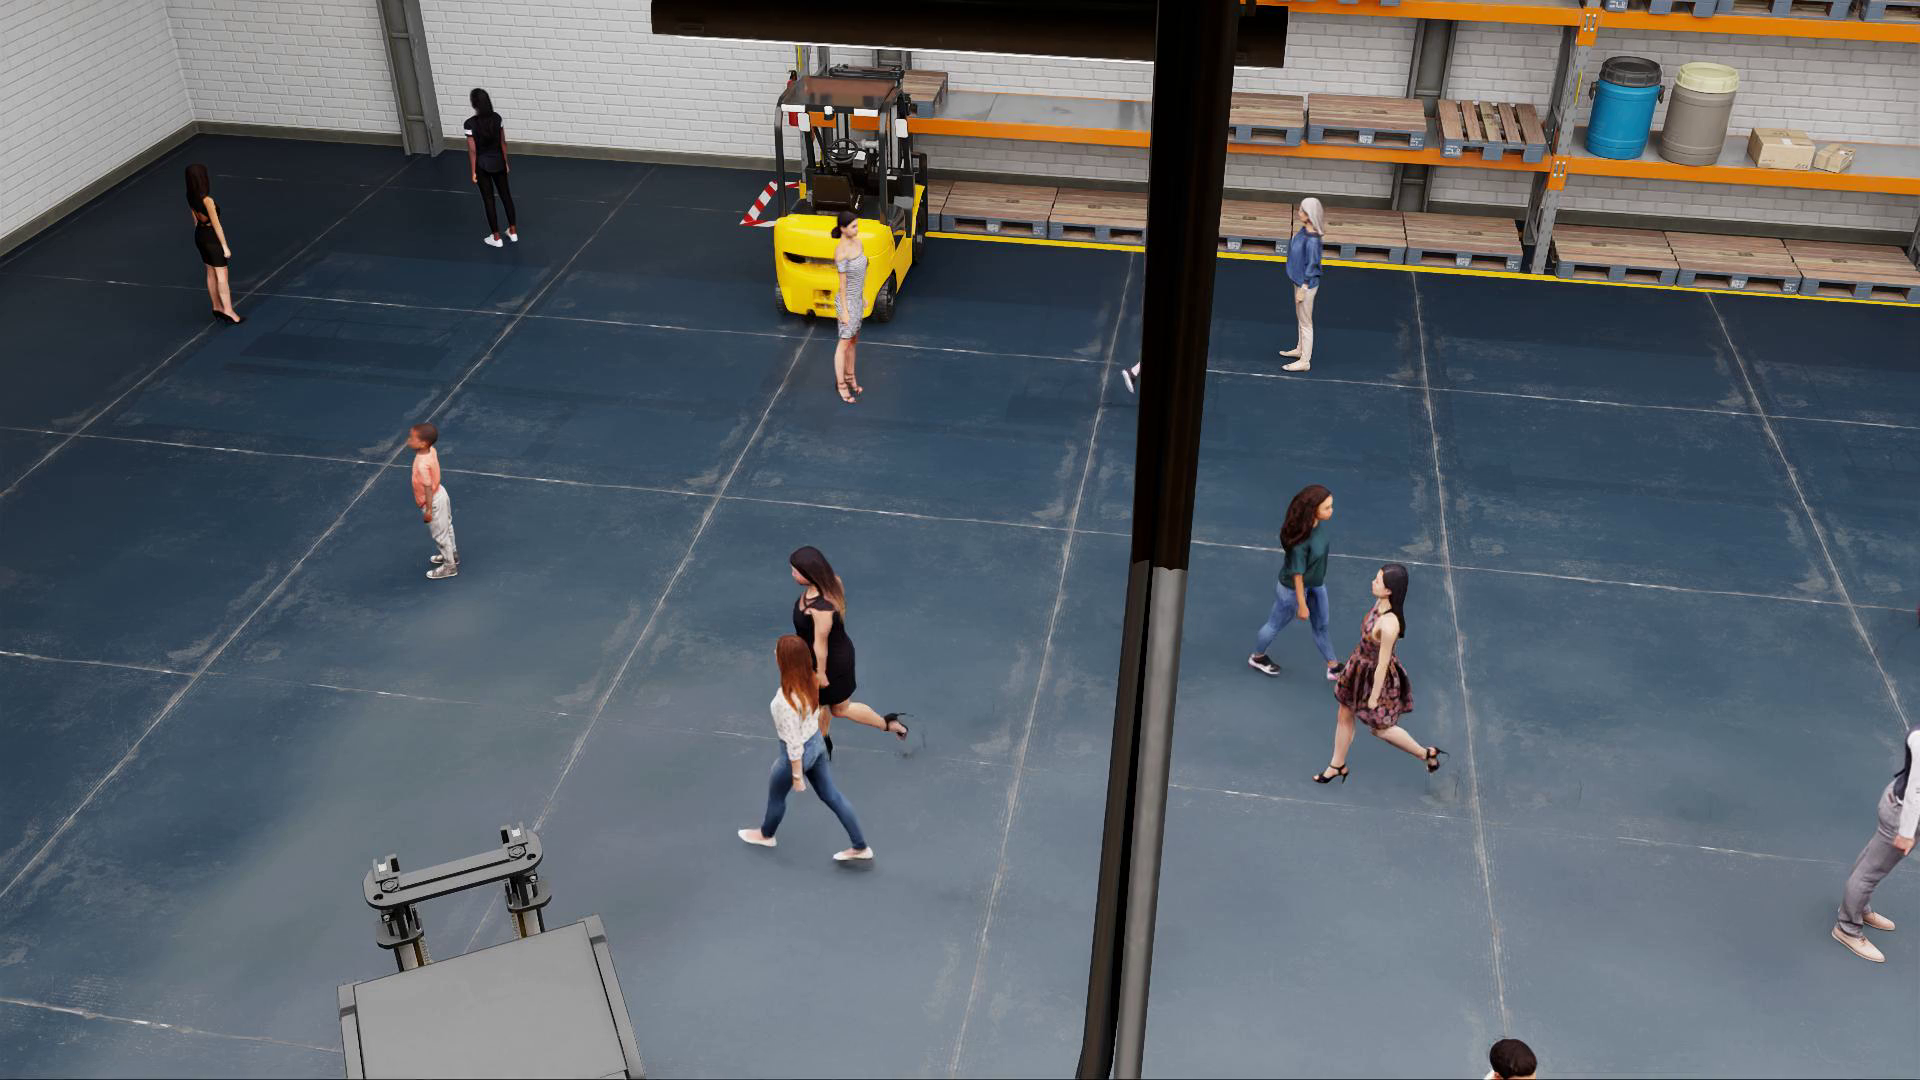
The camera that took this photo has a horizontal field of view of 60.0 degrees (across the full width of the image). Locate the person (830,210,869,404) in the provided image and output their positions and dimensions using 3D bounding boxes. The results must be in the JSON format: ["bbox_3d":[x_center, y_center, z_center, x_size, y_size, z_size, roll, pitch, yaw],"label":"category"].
[{"bbox_3d":[-1.007,-2.122,15.039,0.590,1.822,0.643,12,36,18],"label":"person"}]

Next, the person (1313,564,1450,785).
[{"bbox_3d":[2.703,0.911,10.539,1.047,1.753,0.625,5,34,7],"label":"person"}]

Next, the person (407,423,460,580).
[{"bbox_3d":[-4.044,-0.318,12.789,0.549,1.308,0.536,-3,34,-4],"label":"person"}]

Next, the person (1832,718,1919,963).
[{"bbox_3d":[5.384,1.516,9.457,0.753,1.943,0.748,25,41,33],"label":"person"}]

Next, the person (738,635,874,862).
[{"bbox_3d":[-0.865,1.306,10.007,1.171,1.683,0.747,12,35,17],"label":"person"}]

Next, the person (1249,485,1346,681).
[{"bbox_3d":[2.284,0.301,11.608,1.096,1.584,0.820,17,37,23],"label":"person"}]

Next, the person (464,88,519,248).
[{"bbox_3d":[-5.083,-4.044,18.002,0.711,1.743,0.750,-27,42,-34],"label":"person"}]

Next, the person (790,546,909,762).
[{"bbox_3d":[-0.764,0.784,10.787,1.009,1.688,0.796,-2,34,-4],"label":"person"}]

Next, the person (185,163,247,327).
[{"bbox_3d":[-7.379,-2.904,16.374,0.552,1.647,0.677,20,39,27],"label":"person"}]

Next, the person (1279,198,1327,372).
[{"bbox_3d":[3.236,-2.403,15.571,0.592,1.701,0.636,2,34,3],"label":"person"}]
